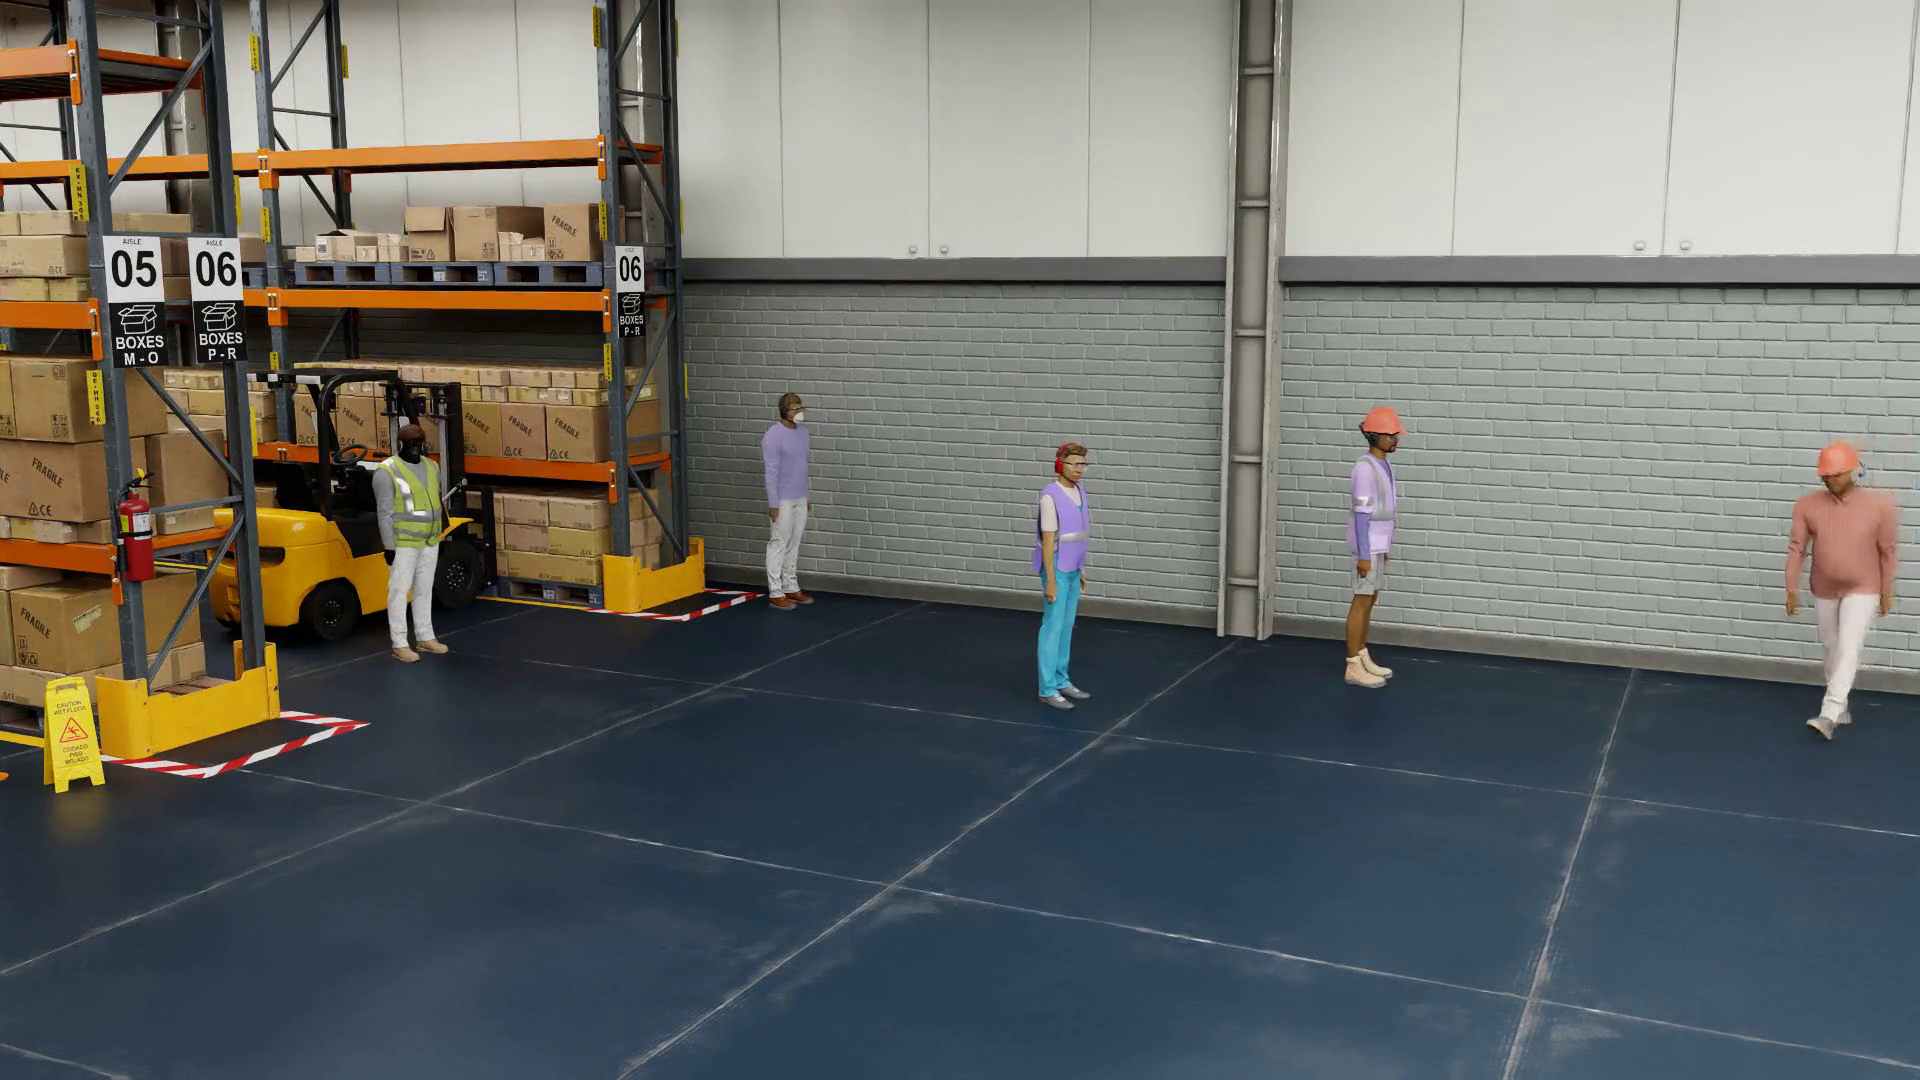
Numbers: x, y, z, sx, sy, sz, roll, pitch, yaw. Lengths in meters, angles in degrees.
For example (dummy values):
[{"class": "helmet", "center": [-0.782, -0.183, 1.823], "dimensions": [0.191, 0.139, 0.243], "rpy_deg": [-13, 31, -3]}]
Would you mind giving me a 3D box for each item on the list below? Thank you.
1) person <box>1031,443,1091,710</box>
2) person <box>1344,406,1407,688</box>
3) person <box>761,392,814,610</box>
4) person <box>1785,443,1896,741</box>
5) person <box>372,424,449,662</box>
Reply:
[{"class": "person", "center": [0.707, 0.237, 11.579], "dimensions": [0.392, 1.842, 0.564], "rpy_deg": [5, 10, 26]}, {"class": "person", "center": [3.036, 0.041, 12.163], "dimensions": [0.397, 2.044, 0.609], "rpy_deg": [5, 10, 26]}, {"class": "person", "center": [-1.534, -0.357, 14.925], "dimensions": [0.375, 1.939, 0.628], "rpy_deg": [5, 10, 26]}, {"class": "person", "center": [5.714, 0.318, 10.838], "dimensions": [0.624, 1.916, 1.092], "rpy_deg": [8, 12, 40]}, {"class": "person", "center": [-4.252, 0.012, 12.973], "dimensions": [0.430, 1.841, 0.623], "rpy_deg": [5, 10, 26]}]
